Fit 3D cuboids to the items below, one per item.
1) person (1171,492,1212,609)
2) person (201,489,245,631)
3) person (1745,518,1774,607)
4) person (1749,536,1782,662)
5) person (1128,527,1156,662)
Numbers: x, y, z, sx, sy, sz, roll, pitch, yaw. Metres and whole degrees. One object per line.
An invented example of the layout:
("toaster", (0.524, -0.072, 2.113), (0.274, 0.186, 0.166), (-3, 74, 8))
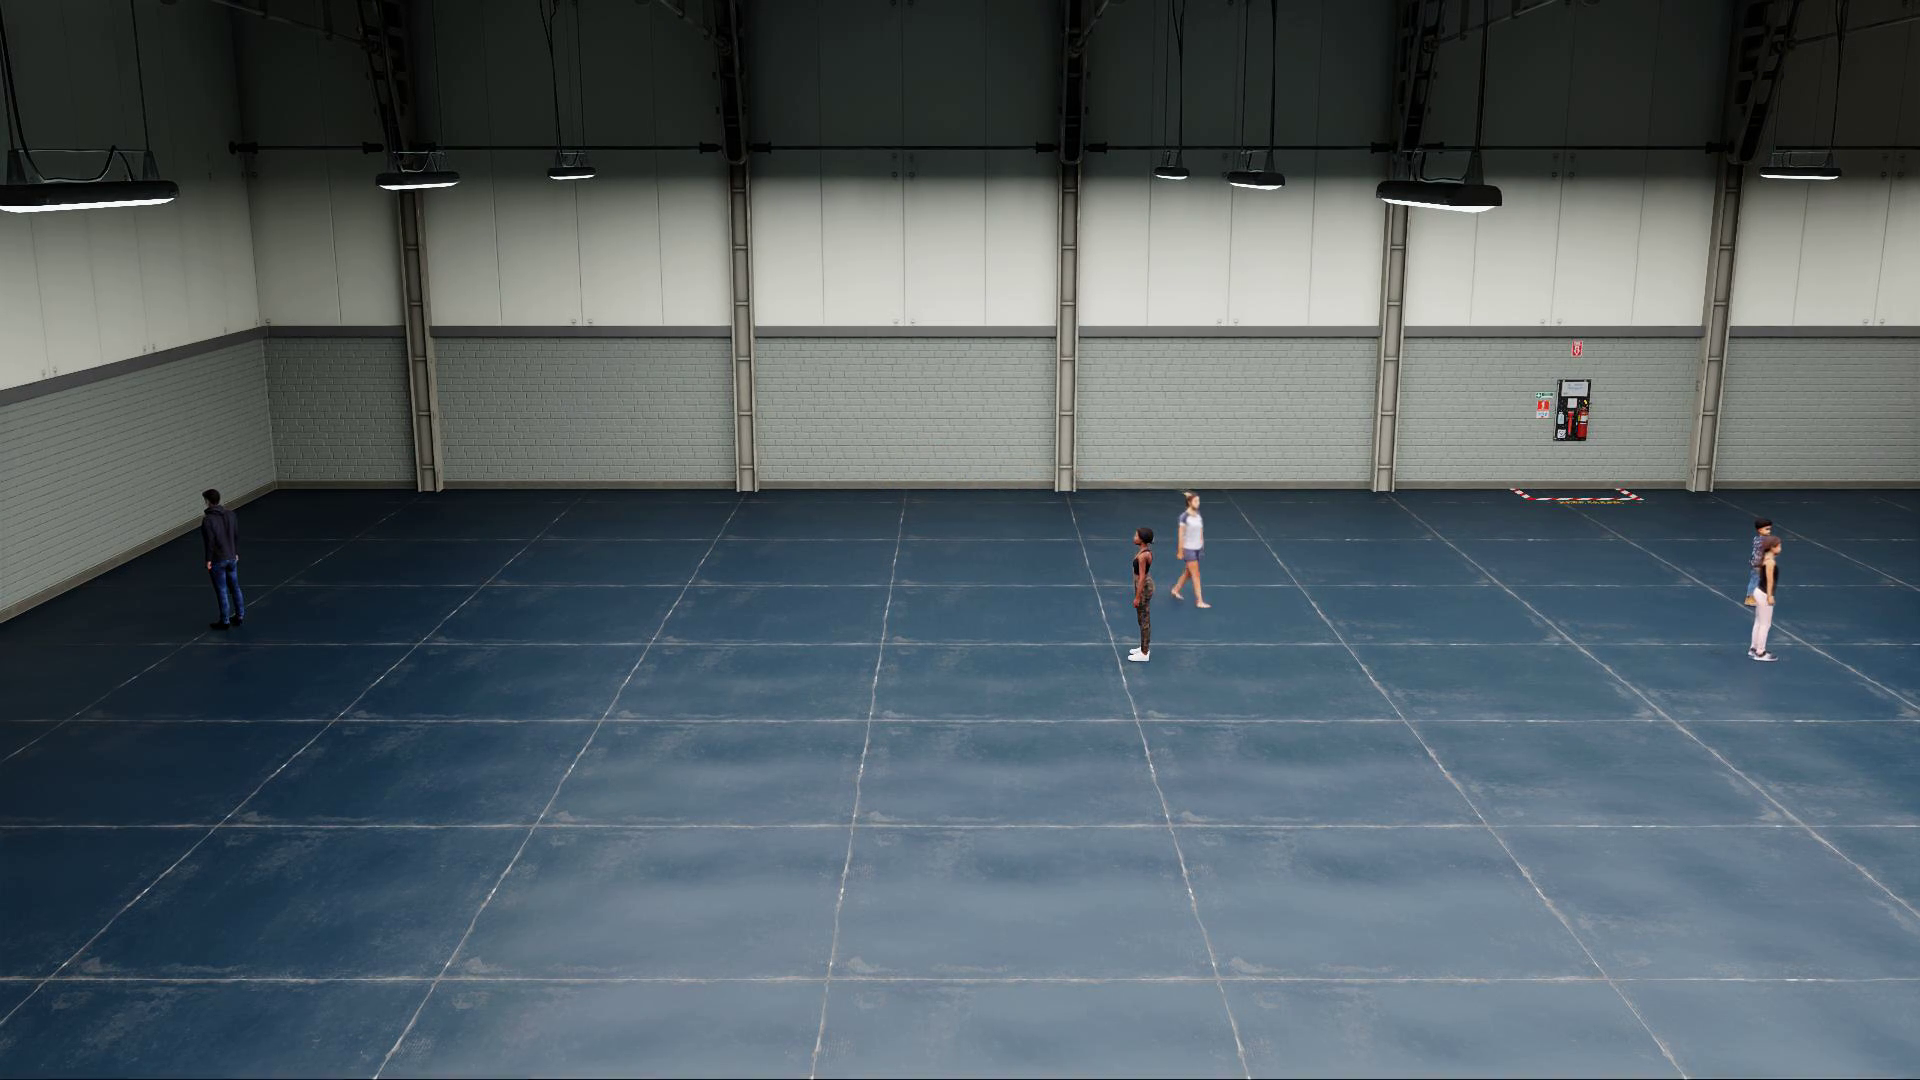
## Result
("person", (3.183, 0.136, 23.252), (0.990, 1.586, 1.038), (-12, 18, -42))
("person", (-9.802, 0.244, 22.107), (0.724, 1.891, 0.753), (6, 14, 24))
("person", (11.193, 0.302, 23.282), (0.535, 1.247, 0.622), (-8, 15, -31))
("person", (10.070, 0.713, 20.811), (0.604, 1.563, 0.600), (3, 13, 15))
("person", (2.286, 0.658, 20.744), (0.596, 1.701, 0.616), (3, 13, 12))
